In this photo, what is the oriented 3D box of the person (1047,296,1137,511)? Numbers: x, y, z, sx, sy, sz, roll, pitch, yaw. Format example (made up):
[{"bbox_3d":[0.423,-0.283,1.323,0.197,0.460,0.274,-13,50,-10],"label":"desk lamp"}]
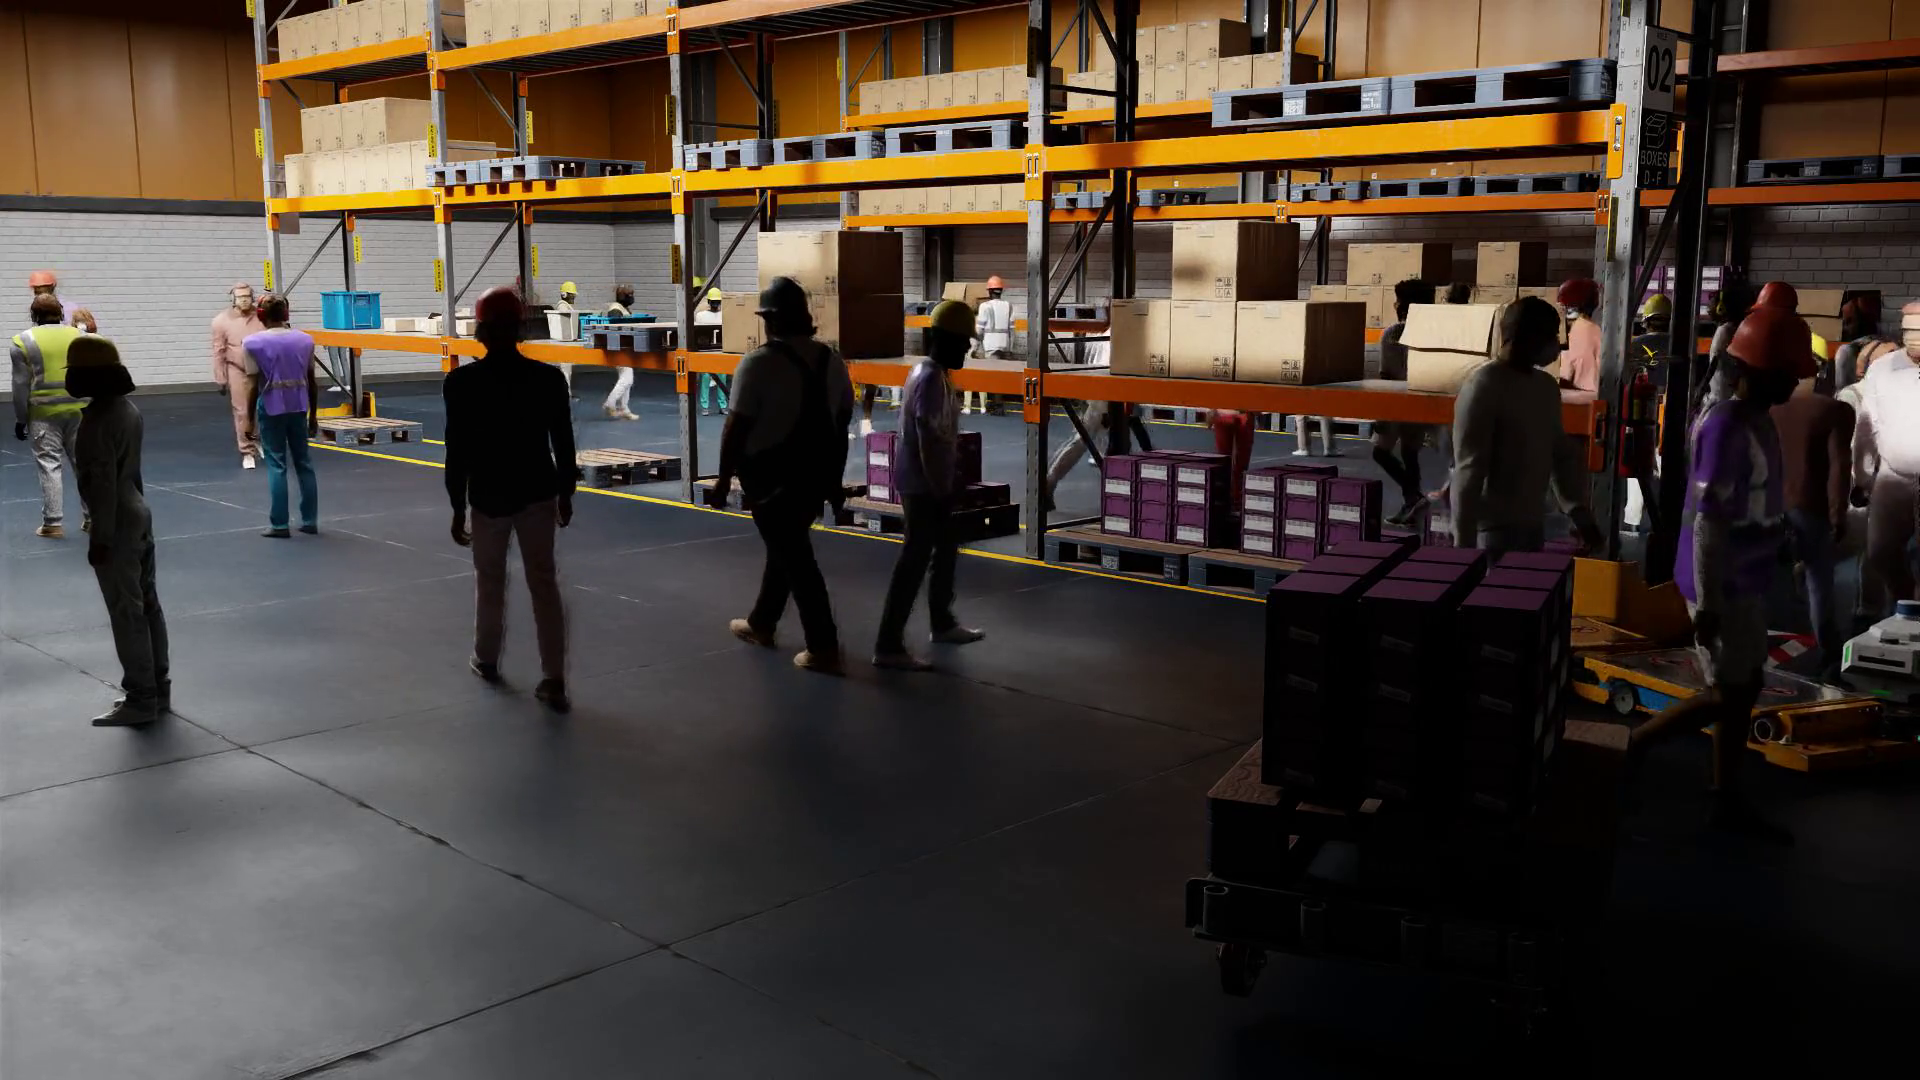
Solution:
[{"bbox_3d":[1.139,-1.145,13.949,1.044,1.825,0.621,2,9,10],"label":"person"}]

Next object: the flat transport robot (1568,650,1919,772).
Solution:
[{"bbox_3d":[3.401,0.704,7.310,0.652,0.197,1.431,-3,10,-20],"label":"flat transport robot"}]

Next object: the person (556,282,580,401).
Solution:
[{"bbox_3d":[-6.013,-3.043,25.535,0.404,1.821,0.600,-2,9,-12],"label":"person"}]

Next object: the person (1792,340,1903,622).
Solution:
[{"bbox_3d":[5.117,-0.333,9.514,0.548,1.624,0.511,-5,10,-26],"label":"person"}]

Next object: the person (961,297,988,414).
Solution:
[{"bbox_3d":[0.182,-2.576,23.251,0.502,1.632,0.279,-2,10,-13],"label":"person"}]

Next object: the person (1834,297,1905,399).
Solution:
[{"bbox_3d":[6.422,-0.779,11.687,0.684,1.834,0.925,-1,9,-8],"label":"person"}]

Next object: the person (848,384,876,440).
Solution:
[{"bbox_3d":[-1.211,-2.158,19.519,0.752,2.019,0.624,8,12,40],"label":"person"}]

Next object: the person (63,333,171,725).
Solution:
[{"bbox_3d":[-3.777,-0.047,7.417,0.322,1.741,0.489,-1,9,-7],"label":"person"}]

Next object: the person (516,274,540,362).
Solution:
[{"bbox_3d":[-8.072,-3.981,30.975,0.568,1.928,0.380,-8,12,-41],"label":"person"}]

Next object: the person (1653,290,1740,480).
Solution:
[{"bbox_3d":[6.792,-1.335,15.061,0.948,1.821,0.545,5,10,26],"label":"person"}]

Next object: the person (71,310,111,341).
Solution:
[{"bbox_3d":[-9.032,-1.574,17.226,0.517,1.593,0.856,-3,10,-18],"label":"person"}]

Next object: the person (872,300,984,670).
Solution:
[{"bbox_3d":[-0.147,-0.307,8.658,0.552,1.872,0.762,0,9,2],"label":"person"}]

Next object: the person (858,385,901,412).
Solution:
[{"bbox_3d":[-1.114,-2.770,23.650,0.633,1.883,1.025,-5,11,-29],"label":"person"}]

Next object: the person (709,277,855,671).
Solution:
[{"bbox_3d":[-0.907,-0.377,8.521,1.018,2.000,0.690,8,12,40],"label":"person"}]

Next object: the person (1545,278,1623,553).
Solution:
[{"bbox_3d":[4.046,-0.699,10.719,0.616,1.969,0.633,-5,11,-28],"label":"person"}]

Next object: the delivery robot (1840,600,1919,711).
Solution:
[{"bbox_3d":[4.180,0.508,7.352,0.477,0.478,0.707,9,13,44],"label":"delivery robot"}]

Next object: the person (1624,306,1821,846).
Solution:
[{"bbox_3d":[2.612,0.140,5.816,0.638,1.909,0.644,6,11,34],"label":"person"}]

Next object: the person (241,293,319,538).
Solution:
[{"bbox_3d":[-5.090,-0.931,12.523,0.373,1.840,0.570,8,12,39],"label":"person"}]

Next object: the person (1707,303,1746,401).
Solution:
[{"bbox_3d":[7.477,-1.457,16.195,0.530,1.697,0.321,-7,11,-35],"label":"person"}]

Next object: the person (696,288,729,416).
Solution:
[{"bbox_3d":[-3.376,-2.593,22.958,0.533,1.765,0.329,-5,10,-26],"label":"person"}]

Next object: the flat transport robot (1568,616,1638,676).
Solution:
[{"bbox_3d":[2.748,0.555,8.222,1.431,0.197,0.652,-2,10,-15],"label":"flat transport robot"}]

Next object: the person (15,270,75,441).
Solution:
[{"bbox_3d":[-10.657,-2.135,19.437,0.634,2.000,0.985,2,9,11],"label":"person"}]

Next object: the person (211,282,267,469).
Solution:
[{"bbox_3d":[-7.189,-1.657,16.832,0.673,1.891,0.435,-6,11,-34],"label":"person"}]

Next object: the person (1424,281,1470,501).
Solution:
[{"bbox_3d":[4.245,-1.268,14.349,0.452,1.919,0.643,8,12,40],"label":"person"}]

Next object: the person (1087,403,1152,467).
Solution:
[{"bbox_3d":[1.652,-1.494,16.565,0.867,1.648,0.547,6,11,35],"label":"person"}]

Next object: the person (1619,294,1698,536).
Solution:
[{"bbox_3d":[5.234,-0.936,12.585,0.591,1.833,0.404,1,9,4],"label":"person"}]

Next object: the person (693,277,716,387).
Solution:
[{"bbox_3d":[-4.460,-3.514,28.257,0.604,1.881,0.961,4,10,21],"label":"person"}]

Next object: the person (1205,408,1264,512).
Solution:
[{"bbox_3d":[2.195,-1.036,13.450,0.521,1.751,0.499,-4,10,-23],"label":"person"}]

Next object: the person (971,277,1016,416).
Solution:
[{"bbox_3d":[0.414,-2.674,23.018,0.556,1.909,0.848,-6,11,-34],"label":"person"}]

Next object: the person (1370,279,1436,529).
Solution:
[{"bbox_3d":[3.474,-1.039,12.850,0.627,1.948,0.487,-5,11,-29],"label":"person"}]

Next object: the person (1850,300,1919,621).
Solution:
[{"bbox_3d":[5.074,-0.321,8.718,0.682,1.877,0.681,-9,13,-44],"label":"person"}]

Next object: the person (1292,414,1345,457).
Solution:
[{"bbox_3d":[3.836,-1.687,17.910,0.669,1.609,0.370,0,9,-3],"label":"person"}]

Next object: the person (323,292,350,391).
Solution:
[{"bbox_3d":[-10.342,-3.276,27.544,0.278,1.631,0.507,4,10,24],"label":"person"}]

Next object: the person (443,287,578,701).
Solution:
[{"bbox_3d":[-2.117,-0.221,7.892,0.658,1.944,1.022,-5,11,-30],"label":"person"}]

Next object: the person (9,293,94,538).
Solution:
[{"bbox_3d":[-6.830,-0.939,12.583,0.429,1.840,0.632,8,12,41],"label":"person"}]

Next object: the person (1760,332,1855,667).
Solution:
[{"bbox_3d":[4.138,-0.165,8.231,0.913,1.704,0.546,-9,13,-44],"label":"person"}]

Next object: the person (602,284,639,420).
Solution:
[{"bbox_3d":[-4.500,-2.495,22.181,0.434,1.824,0.667,0,9,0],"label":"person"}]

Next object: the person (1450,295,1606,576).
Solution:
[{"bbox_3d":[2.280,-0.039,6.836,0.658,1.907,0.649,9,13,44],"label":"person"}]

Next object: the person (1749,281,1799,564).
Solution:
[{"bbox_3d":[5.573,-0.800,11.436,0.373,1.934,0.551,0,9,-1],"label":"person"}]
